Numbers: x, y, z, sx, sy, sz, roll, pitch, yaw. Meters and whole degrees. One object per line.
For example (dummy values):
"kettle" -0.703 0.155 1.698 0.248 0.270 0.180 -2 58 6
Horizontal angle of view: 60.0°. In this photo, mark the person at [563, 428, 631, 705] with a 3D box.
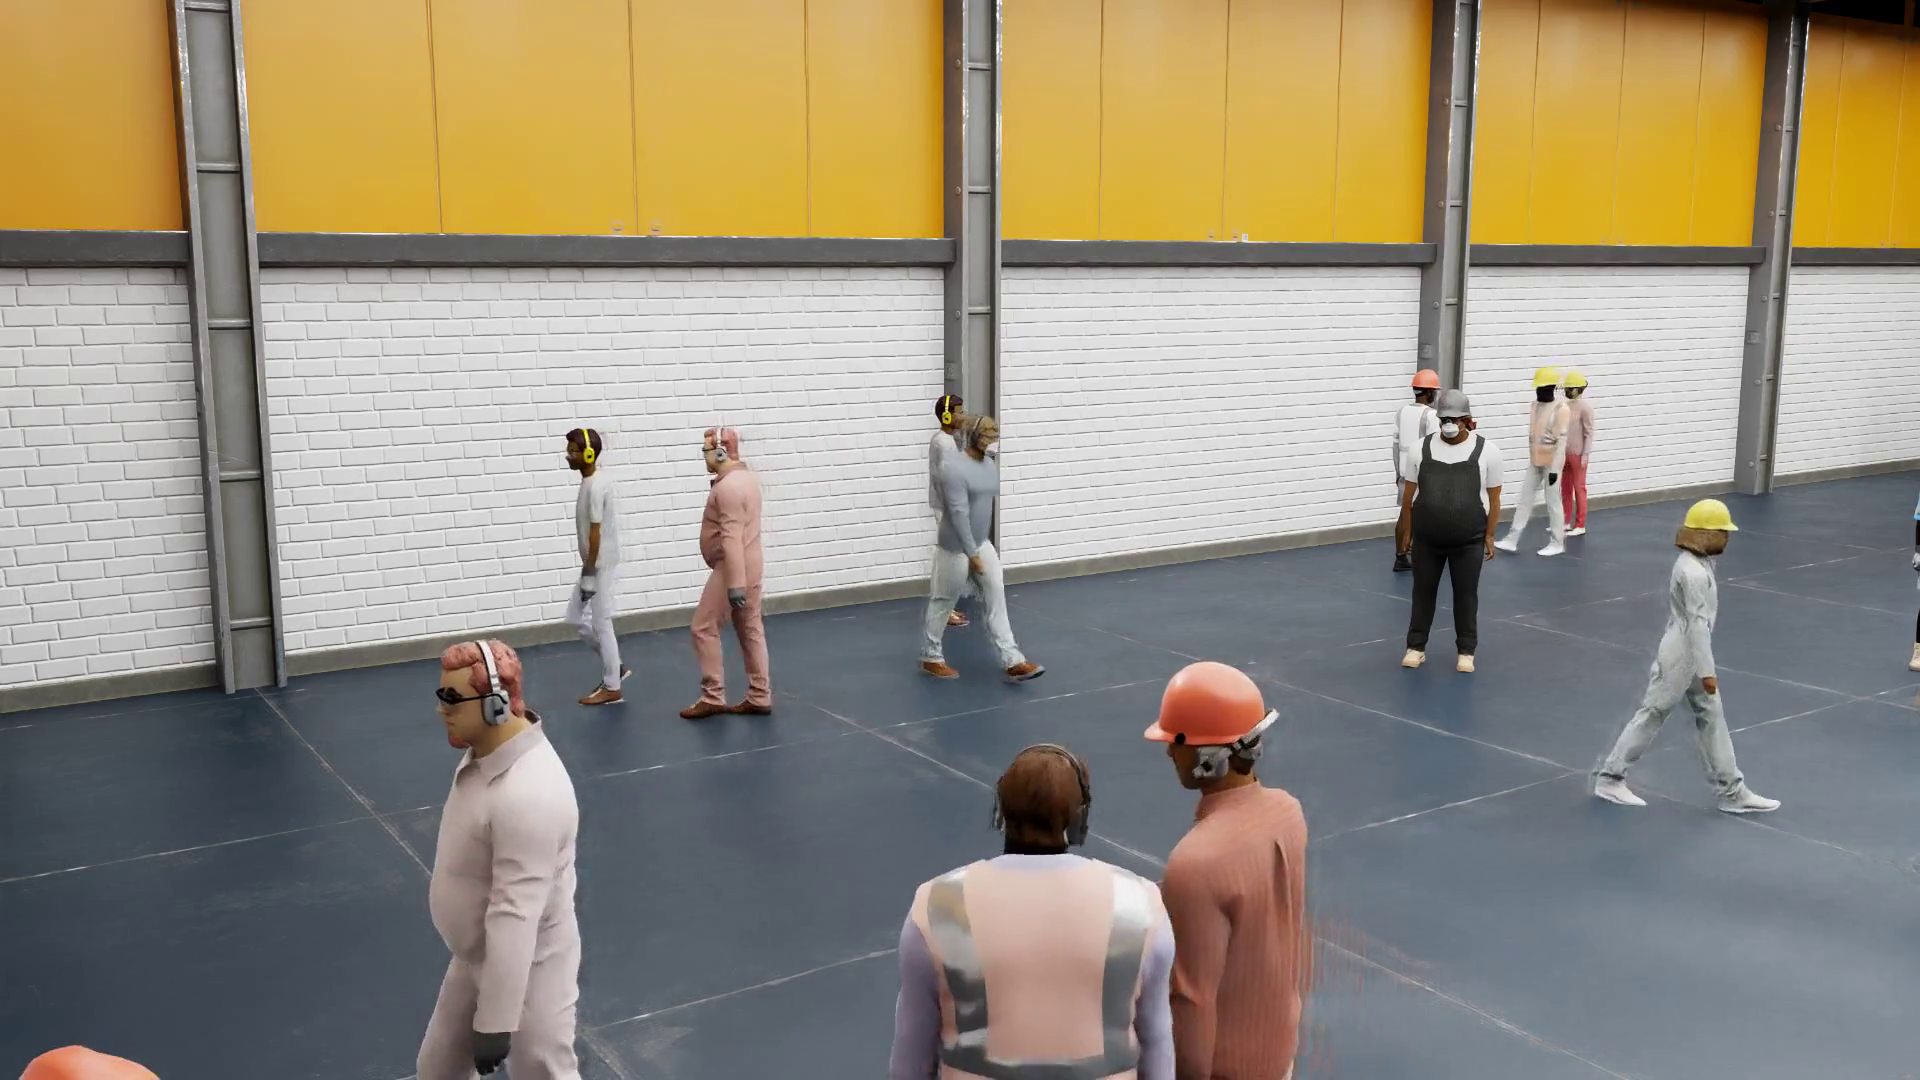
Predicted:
"person" -2.417 0.187 10.940 0.405 1.856 0.504 -4 10 -21

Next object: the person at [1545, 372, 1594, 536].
"person" 6.599 -0.924 17.931 0.349 1.770 0.535 -3 10 -16

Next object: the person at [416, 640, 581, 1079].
"person" -1.364 1.210 4.670 0.719 1.880 0.687 -5 11 -26

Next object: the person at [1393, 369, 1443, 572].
"person" 4.331 -0.635 15.649 0.373 1.933 0.551 -6 11 -31

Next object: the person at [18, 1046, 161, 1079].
"person" -1.078 1.597 2.203 0.377 1.933 0.551 5 11 28

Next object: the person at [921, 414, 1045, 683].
"person" 0.136 0.079 11.499 1.015 1.881 0.645 7 12 36

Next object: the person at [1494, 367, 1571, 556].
"person" 5.725 -0.765 16.525 0.792 1.896 0.614 -3 10 -18

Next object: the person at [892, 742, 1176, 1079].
"person" 0.173 1.377 3.882 0.653 1.825 0.432 0 9 -3

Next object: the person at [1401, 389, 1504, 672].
"person" 3.497 -0.066 11.903 0.685 2.000 0.535 4 10 24

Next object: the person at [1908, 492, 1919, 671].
"person" 7.076 0.115 11.848 0.534 1.697 0.318 5 11 28

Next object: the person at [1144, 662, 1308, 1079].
"person" 0.607 1.254 4.234 0.855 1.956 0.647 8 12 39

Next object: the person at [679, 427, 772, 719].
"person" -1.546 0.215 10.672 0.718 1.879 0.685 1 9 5

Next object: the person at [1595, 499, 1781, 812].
"person" 3.871 0.621 8.826 0.918 1.691 0.500 5 10 26

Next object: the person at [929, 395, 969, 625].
"person" -0.097 -0.246 13.506 0.313 1.869 0.539 -1 9 -5
